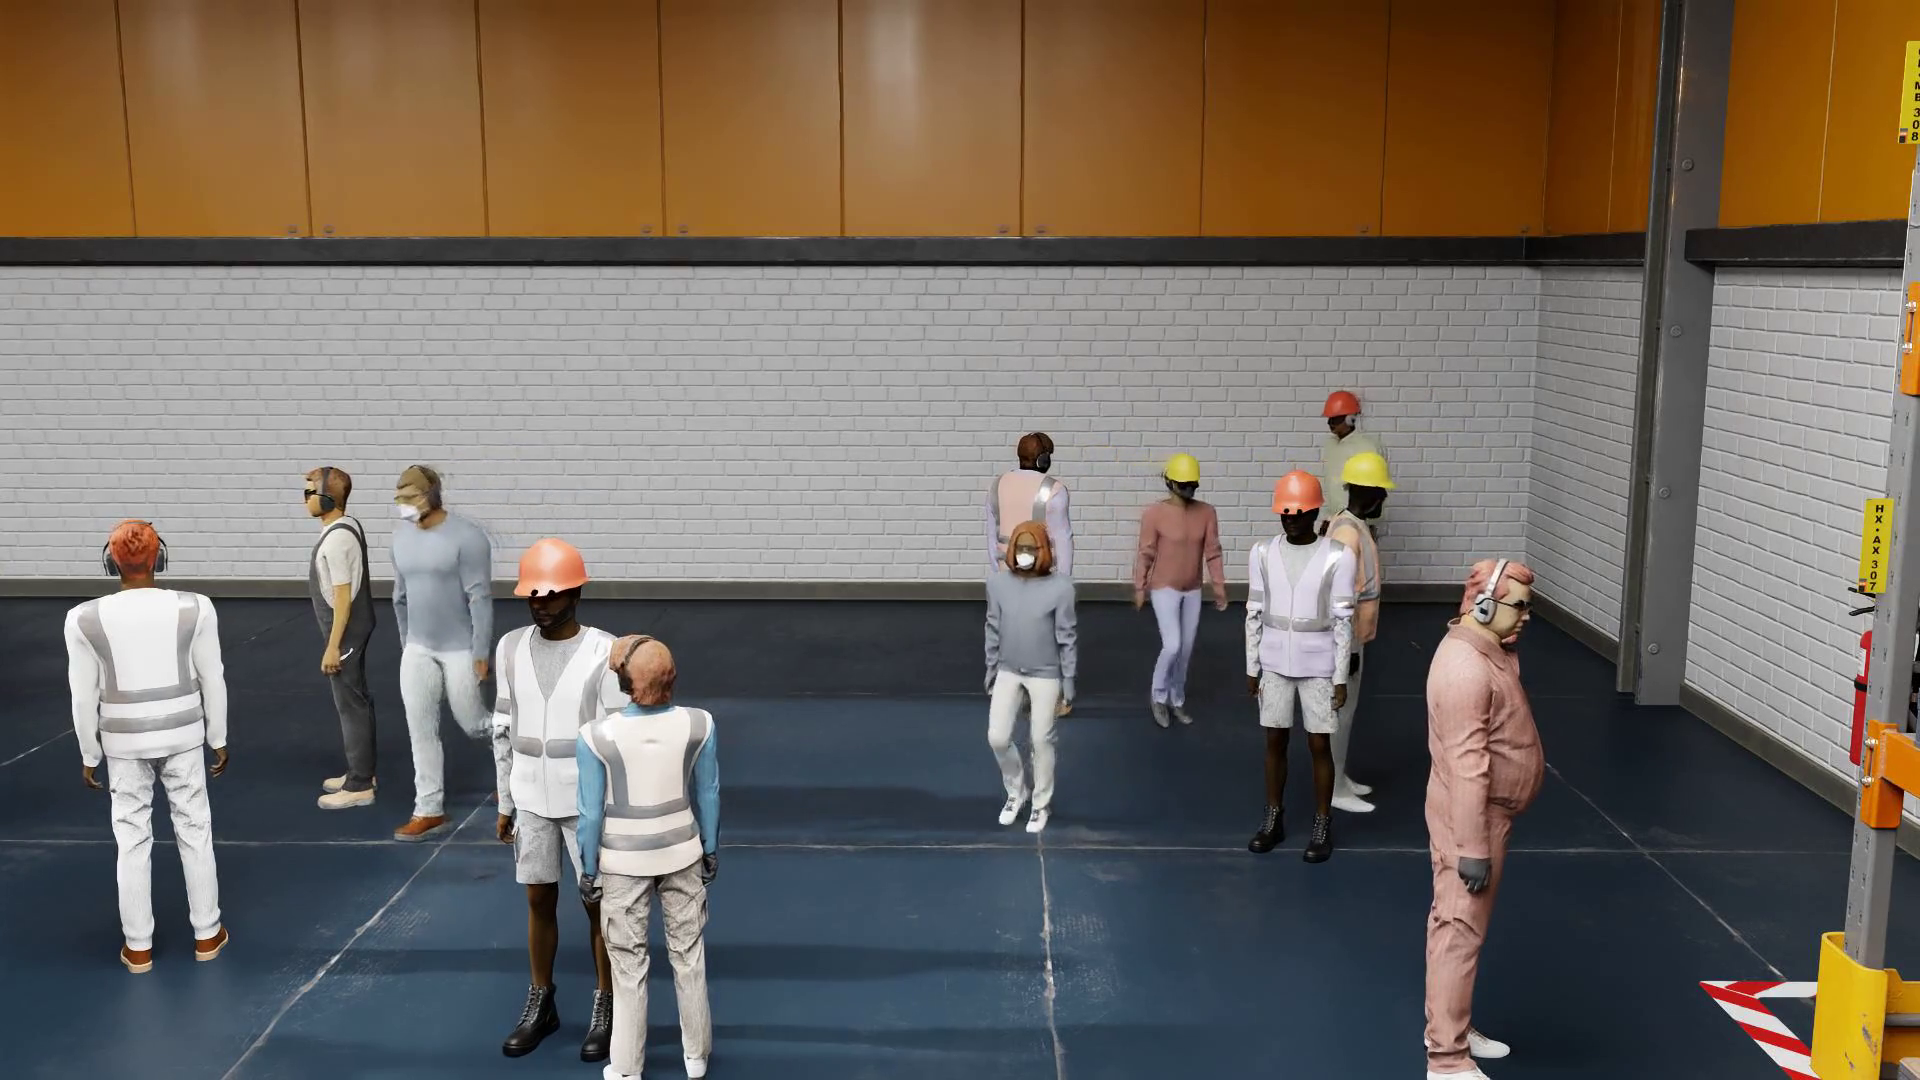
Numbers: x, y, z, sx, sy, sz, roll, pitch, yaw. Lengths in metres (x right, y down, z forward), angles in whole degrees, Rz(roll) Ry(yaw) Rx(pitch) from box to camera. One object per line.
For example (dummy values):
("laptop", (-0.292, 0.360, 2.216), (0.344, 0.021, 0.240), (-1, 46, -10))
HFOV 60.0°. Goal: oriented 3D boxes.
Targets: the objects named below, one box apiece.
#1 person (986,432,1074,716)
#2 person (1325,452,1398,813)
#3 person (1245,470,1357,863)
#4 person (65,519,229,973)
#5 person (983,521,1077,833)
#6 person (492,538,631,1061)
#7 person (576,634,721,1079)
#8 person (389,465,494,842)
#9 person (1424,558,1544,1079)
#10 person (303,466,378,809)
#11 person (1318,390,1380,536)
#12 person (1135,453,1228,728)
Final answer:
("person", (0.474, 0.222, 10.738), (0.633, 1.841, 0.429), (7, 12, 37))
("person", (2.119, 0.483, 8.924), (0.387, 1.922, 0.593), (2, 10, 14))
("person", (1.644, 0.614, 8.134), (0.543, 1.933, 0.382), (5, 11, 28))
("person", (-3.331, 0.846, 6.875), (0.576, 1.885, 0.355), (-5, 11, -26))
("person", (0.355, 0.704, 8.492), (0.519, 1.623, 0.389), (4, 10, 23))
("person", (-1.458, 0.949, 6.098), (0.542, 1.938, 0.357), (2, 10, 10))
("person", (-1.087, 1.140, 5.845), (0.523, 1.639, 0.306), (-5, 11, -26))
("person", (-2.633, 0.547, 8.629), (0.659, 1.909, 0.869), (3, 10, 20))
("person", (1.842, 1.003, 5.889), (0.406, 1.901, 0.639), (3, 10, 17))
("person", (-3.329, 0.519, 8.947), (0.344, 1.847, 0.507), (-2, 10, -11))
("person", (2.889, -0.141, 12.544), (0.536, 1.968, 0.612), (-6, 11, -32))
("person", (1.379, 0.321, 10.441), (0.536, 1.748, 0.445), (-5, 10, -25))
